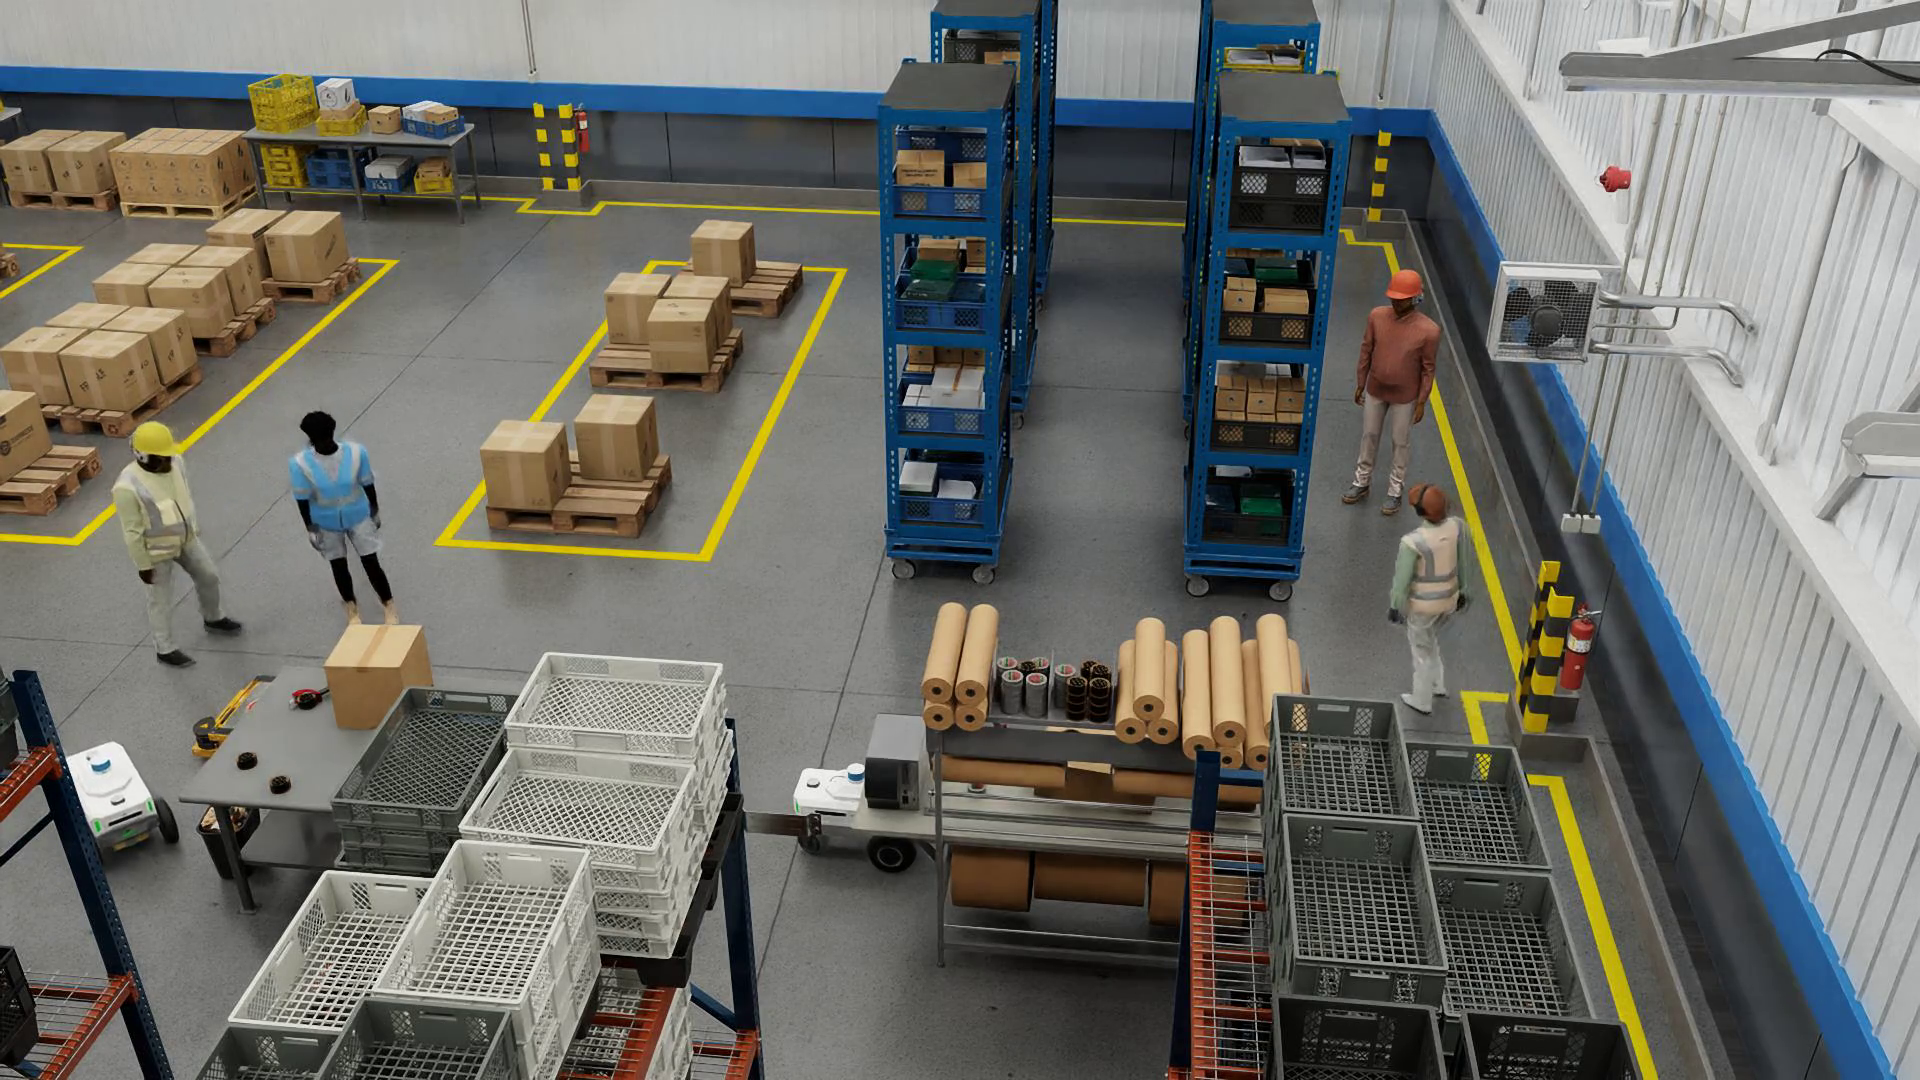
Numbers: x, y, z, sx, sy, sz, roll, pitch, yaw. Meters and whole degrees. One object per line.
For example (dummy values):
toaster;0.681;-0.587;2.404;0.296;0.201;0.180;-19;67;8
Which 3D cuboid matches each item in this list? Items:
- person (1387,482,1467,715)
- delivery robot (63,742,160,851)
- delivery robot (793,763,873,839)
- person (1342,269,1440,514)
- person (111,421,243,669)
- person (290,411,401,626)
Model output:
person;2.979;0.393;10.634;0.534;1.610;0.421;-18;35;-28
delivery robot;-4.982;1.473;9.739;0.477;0.478;0.707;-21;36;-33
delivery robot;-0.599;1.519;9.667;0.707;0.478;0.477;4;31;7
person;3.357;-1.160;12.939;0.613;1.994;0.381;21;36;31
person;-5.275;0.022;11.101;0.460;1.805;0.617;10;32;16
person;-4.244;-0.103;11.420;0.548;1.682;0.483;-11;32;-18
